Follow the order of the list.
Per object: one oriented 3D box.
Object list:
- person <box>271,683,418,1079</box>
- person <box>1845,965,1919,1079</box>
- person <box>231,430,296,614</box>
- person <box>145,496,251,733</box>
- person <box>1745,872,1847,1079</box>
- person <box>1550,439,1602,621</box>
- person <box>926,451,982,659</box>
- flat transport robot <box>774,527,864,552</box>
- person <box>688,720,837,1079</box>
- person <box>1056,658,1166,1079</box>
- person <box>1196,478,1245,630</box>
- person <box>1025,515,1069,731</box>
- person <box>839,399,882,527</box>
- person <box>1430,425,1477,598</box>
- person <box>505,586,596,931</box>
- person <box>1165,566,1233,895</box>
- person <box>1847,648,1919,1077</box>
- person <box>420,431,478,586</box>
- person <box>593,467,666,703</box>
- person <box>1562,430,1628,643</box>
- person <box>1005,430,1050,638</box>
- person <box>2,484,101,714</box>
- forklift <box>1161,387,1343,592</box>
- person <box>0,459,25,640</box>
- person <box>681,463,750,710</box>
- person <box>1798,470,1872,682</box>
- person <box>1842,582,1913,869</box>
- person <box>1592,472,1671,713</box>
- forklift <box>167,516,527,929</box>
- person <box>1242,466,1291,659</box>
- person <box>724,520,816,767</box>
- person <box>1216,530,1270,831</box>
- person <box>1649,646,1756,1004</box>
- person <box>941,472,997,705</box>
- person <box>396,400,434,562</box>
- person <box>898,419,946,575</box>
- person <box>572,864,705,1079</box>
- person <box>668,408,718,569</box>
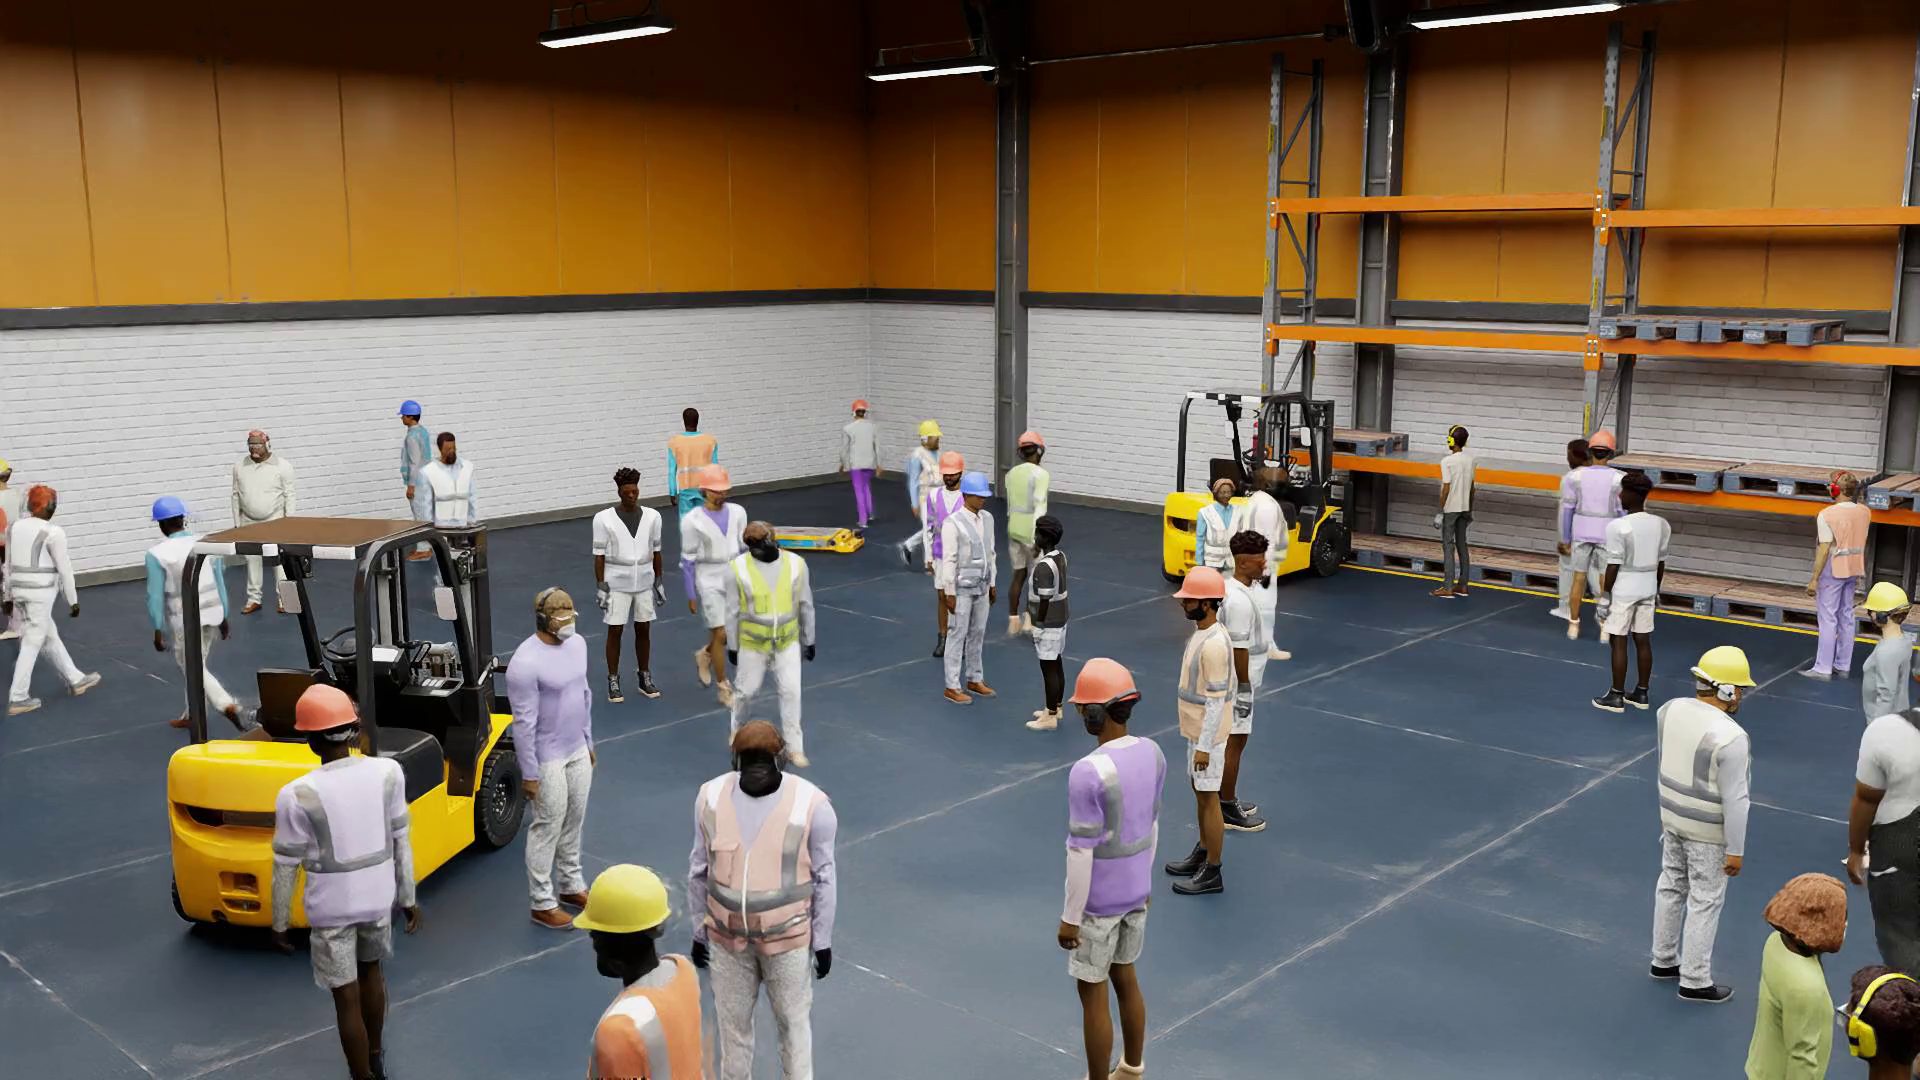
[{"bbox_3d":[-2.726,1.551,7.239,0.578,1.920,0.653,-10,14,-43],"label":"person"},{"bbox_3d":[2.467,2.063,4.523,0.512,1.862,0.322,-1,10,-8],"label":"person"},{"bbox_3d":[-7.196,-0.185,17.178,0.639,1.910,0.406,-1,10,-3],"label":"person"},{"bbox_3d":[-5.823,0.611,12.737,0.880,1.897,0.618,5,11,26],"label":"person"},{"bbox_3d":[2.912,1.946,5.846,0.271,1.627,0.501,3,10,16],"label":"person"},{"bbox_3d":[6.240,-0.088,16.718,0.616,1.873,0.717,-3,10,-16],"label":"person"},{"bbox_3d":[-0.064,0.138,15.282,0.544,1.930,0.389,3,10,18],"label":"person"},{"bbox_3d":[-1.968,-0.017,20.875,1.431,0.197,0.652,1,10,8],"label":"flat transport robot"},{"bbox_3d":[-0.830,1.653,6.964,0.640,1.849,0.439,2,10,11],"label":"person"},{"bbox_3d":[0.625,1.511,7.195,0.407,2.029,0.612,8,13,37],"label":"person"},{"bbox_3d":[2.440,0.231,15.566,0.514,1.641,0.315,-3,10,-15],"label":"person"},{"bbox_3d":[0.688,0.644,13.052,0.318,1.698,0.535,3,10,15],"label":"person"},{"bbox_3d":[-1.362,-1.043,22.573,0.553,1.726,0.473,-7,12,-33],"label":"person"},{"bbox_3d":[5.336,-0.306,17.976,0.538,1.869,0.313,-6,12,-30],"label":"person"},{"bbox_3d":[-2.248,1.200,9.243,0.374,1.929,0.635,4,11,20],"label":"person"},{"bbox_3d":[1.409,1.107,9.737,0.355,1.938,0.545,0,10,1],"label":"person"},{"bbox_3d":[4.485,1.419,7.664,0.683,2.000,0.936,2,10,12],"label":"person"},{"bbox_3d":[-5.322,-0.196,17.257,0.600,1.900,0.616,8,13,40],"label":"person"},{"bbox_3d":[-2.753,0.364,13.882,0.603,1.967,0.367,-6,11,-29],"label":"person"},{"bbox_3d":[6.099,-0.037,15.971,0.606,2.037,0.387,6,12,30],"label":"person"},{"bbox_3d":[0.653,-0.057,16.191,0.595,1.993,0.641,-9,13,-41],"label":"person"},{"bbox_3d":[-7.528,0.459,13.705,0.587,1.832,0.942,4,11,24],"label":"person"},{"bbox_3d":[3.298,-0.608,18.767,1.214,2.155,2.313,9,13,42],"label":"forklift"},{"bbox_3d":[-9.231,0.080,16.075,0.318,1.766,0.533,0,10,0],"label":"person"},{"bbox_3d":[-2.034,0.354,13.776,0.617,2.024,0.818,-9,13,-42],"label":"person"},{"bbox_3d":[7.651,0.316,14.495,0.569,1.845,0.384,-4,11,-24],"label":"person"},{"bbox_3d":[5.593,1.129,10.106,0.329,1.765,0.526,8,13,37],"label":"person"},{"bbox_3d":[5.456,0.424,13.542,0.616,1.963,0.361,-4,11,-21],"label":"person"},{"bbox_3d":[-3.583,0.976,9.748,1.214,2.155,2.313,2,10,11],"label":"forklift"},{"bbox_3d":[2.682,0.222,15.136,0.664,1.818,0.636,0,10,1],"label":"person"},{"bbox_3d":[-1.401,0.731,12.248,0.665,1.814,0.680,-3,11,-19],"label":"person"},{"bbox_3d":[1.822,0.898,10.845,0.361,1.963,0.614,0,10,2],"label":"person"},{"bbox_3d":[3.718,1.416,8.321,0.403,1.820,0.603,-2,10,-14],"label":"person"},{"bbox_3d":[0.091,0.391,13.818,0.414,1.940,0.609,8,13,40],"label":"person"},{"bbox_3d":[-6.562,-0.717,20.088,0.387,1.949,0.602,-1,10,-6],"label":"person"},{"bbox_3d":[-0.414,-0.498,19.223,0.654,1.817,0.603,5,11,26],"label":"person"},{"bbox_3d":[-0.981,1.924,5.131,0.420,1.916,0.606,2,10,11],"label":"person"},{"bbox_3d":[-3.119,-0.592,19.497,0.587,1.911,0.397,-2,10,-14],"label":"person"}]
